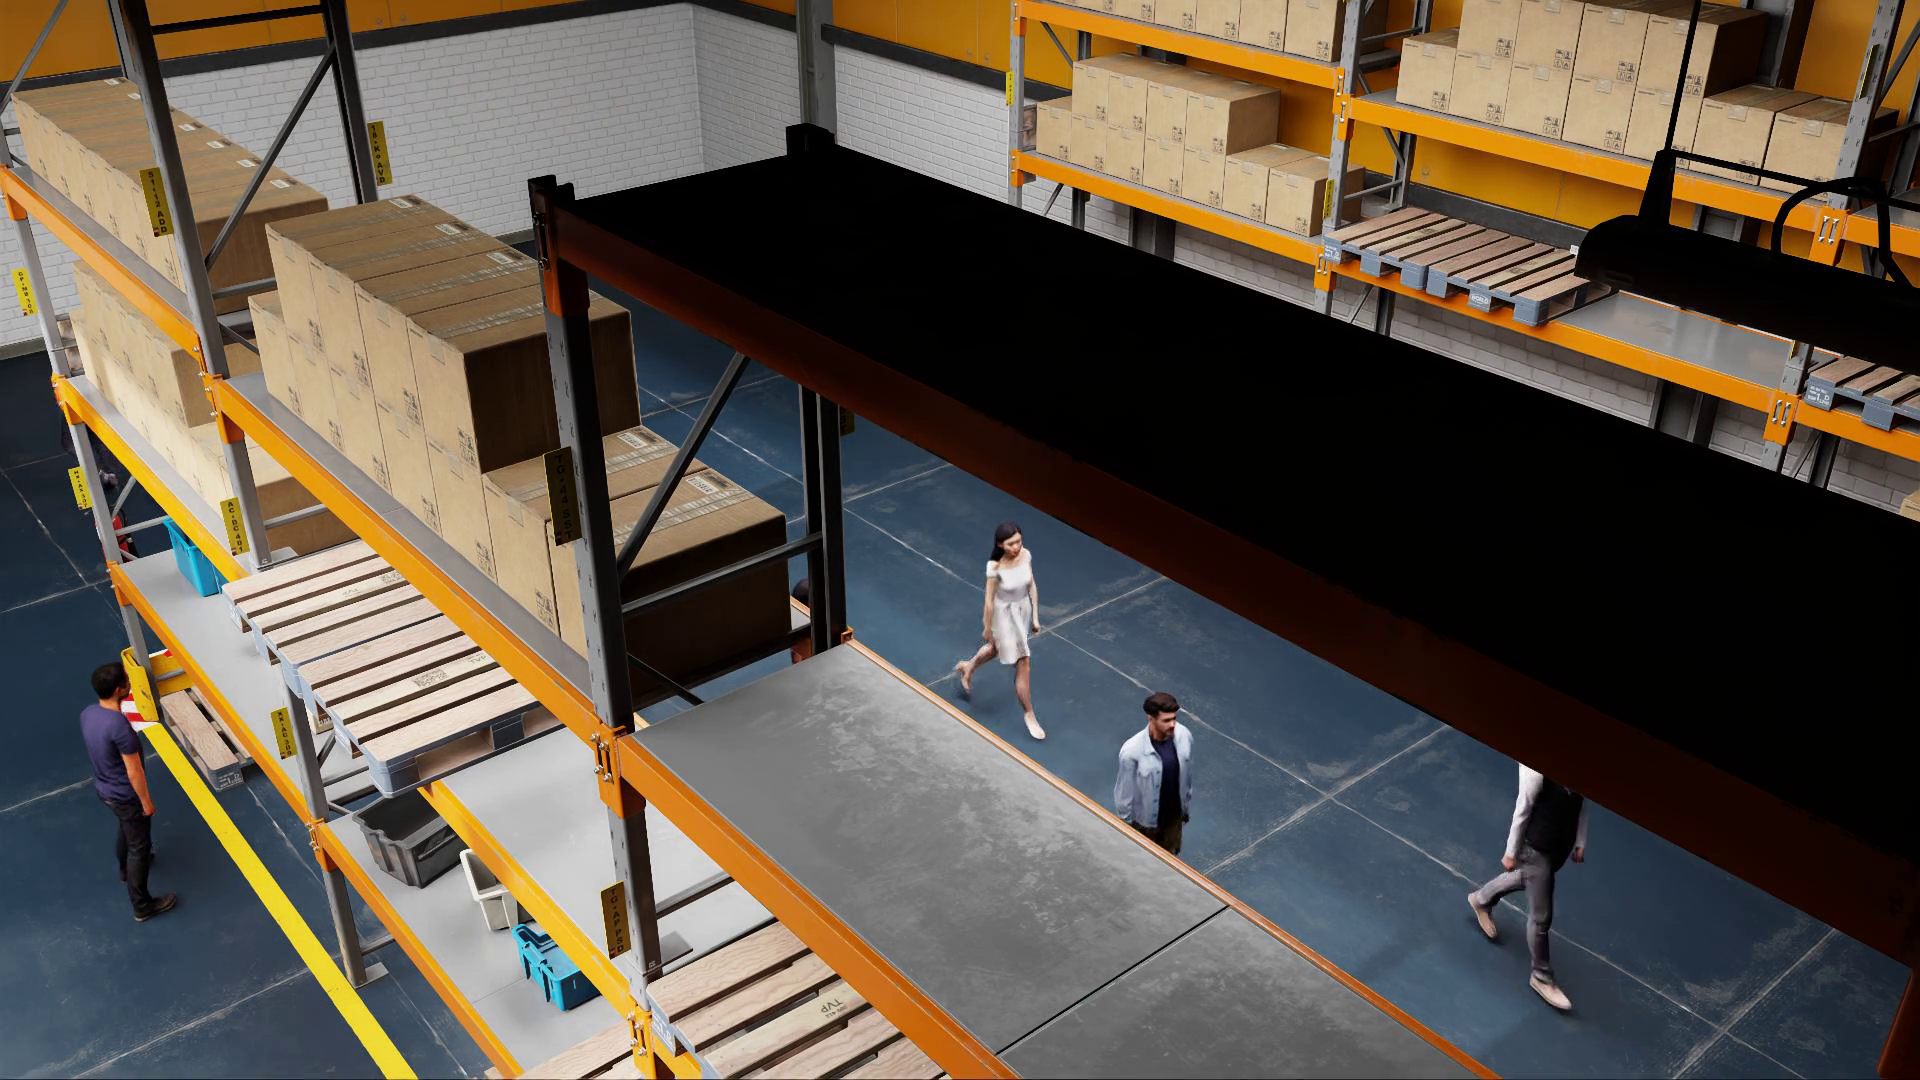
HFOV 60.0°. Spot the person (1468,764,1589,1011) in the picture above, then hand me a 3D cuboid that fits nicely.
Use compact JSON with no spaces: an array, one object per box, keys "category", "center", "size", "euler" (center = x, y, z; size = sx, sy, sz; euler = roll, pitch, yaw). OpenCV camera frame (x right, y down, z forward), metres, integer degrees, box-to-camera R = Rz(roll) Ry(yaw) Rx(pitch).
[{"category":"person","center":[3.489,1.809,10.125],"size":[0.869,1.907,1.276],"euler":[-14,31,-23]}]

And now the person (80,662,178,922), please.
[{"category":"person","center":[-5.376,1.602,10.652],"size":[0.687,1.765,0.881],"euler":[20,34,32]}]

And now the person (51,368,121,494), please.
[{"category":"person","center":[-8.276,-1.207,15.831],"size":[0.801,1.738,0.747],"euler":[4,29,7]}]

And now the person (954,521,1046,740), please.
[{"category":"person","center":[0.314,0.614,12.496],"size":[0.593,1.734,1.182],"euler":[-24,37,-36]}]

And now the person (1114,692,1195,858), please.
[{"category":"person","center":[1.175,1.687,10.464],"size":[0.762,1.797,0.879],"euler":[-16,33,-27]}]
